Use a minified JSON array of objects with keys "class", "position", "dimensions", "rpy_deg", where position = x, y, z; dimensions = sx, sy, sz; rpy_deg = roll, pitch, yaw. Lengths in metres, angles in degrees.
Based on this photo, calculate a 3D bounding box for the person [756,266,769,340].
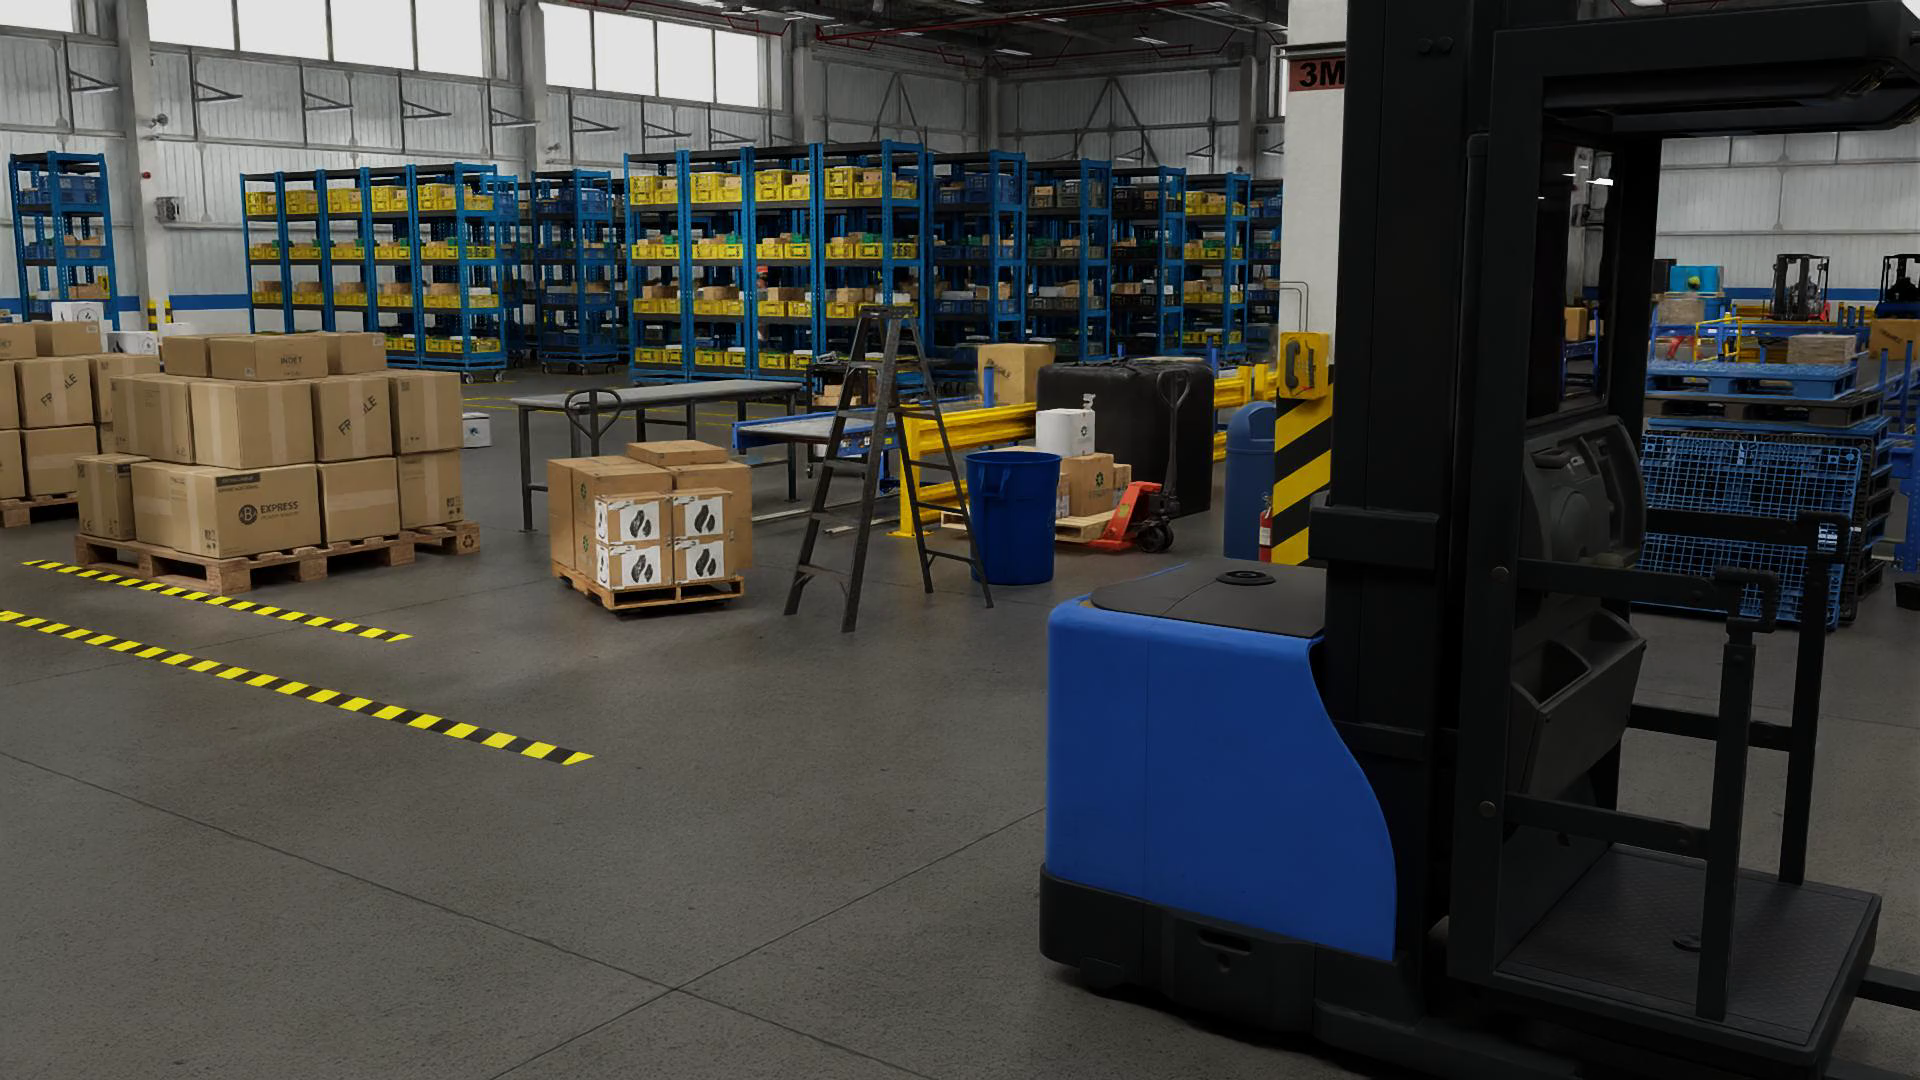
[{"class":"person","position":[-3.488,-3.927,29.563],"dimensions":[0.390,1.991,0.626],"rpy_deg":[2,10,14]}]

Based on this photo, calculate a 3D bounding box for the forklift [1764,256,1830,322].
[{"class":"forklift","position":[20.253,-5.854,40.139],"dimensions":[1.157,1.987,2.680],"rpy_deg":[7,12,35]}]

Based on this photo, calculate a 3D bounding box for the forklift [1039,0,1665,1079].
[{"class":"forklift","position":[1.249,-0.137,4.360],"dimensions":[1.873,2.768,1.129],"rpy_deg":[7,12,35]}]

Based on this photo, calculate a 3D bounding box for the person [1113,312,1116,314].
[{"class":"person","position":[3.620,-5.893,41.877],"dimensions":[0.974,1.802,0.588],"rpy_deg":[-9,13,-44]}]

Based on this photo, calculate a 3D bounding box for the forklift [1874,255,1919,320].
[{"class":"forklift","position":[22.089,-5.634,38.796],"dimensions":[1.157,1.987,2.680],"rpy_deg":[6,11,33]}]

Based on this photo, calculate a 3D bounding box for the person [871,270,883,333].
[{"class":"person","position":[-1.706,-4.519,33.579],"dimensions":[0.404,1.830,0.592],"rpy_deg":[1,10,6]}]

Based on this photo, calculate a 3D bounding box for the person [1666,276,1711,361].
[{"class":"person","position":[14.682,-4.440,33.454],"dimensions":[0.928,1.716,0.545],"rpy_deg":[1,10,7]}]

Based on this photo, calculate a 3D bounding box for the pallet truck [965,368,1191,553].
[{"class":"pallet truck","position":[0.845,-0.609,11.869],"dimensions":[1.630,1.274,0.653],"rpy_deg":[7,12,35]}]

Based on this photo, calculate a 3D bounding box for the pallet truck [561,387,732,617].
[{"class":"pallet truck","position":[-1.981,-0.274,10.088],"dimensions":[0.680,1.201,1.601],"rpy_deg":[-5,11,-28]}]
